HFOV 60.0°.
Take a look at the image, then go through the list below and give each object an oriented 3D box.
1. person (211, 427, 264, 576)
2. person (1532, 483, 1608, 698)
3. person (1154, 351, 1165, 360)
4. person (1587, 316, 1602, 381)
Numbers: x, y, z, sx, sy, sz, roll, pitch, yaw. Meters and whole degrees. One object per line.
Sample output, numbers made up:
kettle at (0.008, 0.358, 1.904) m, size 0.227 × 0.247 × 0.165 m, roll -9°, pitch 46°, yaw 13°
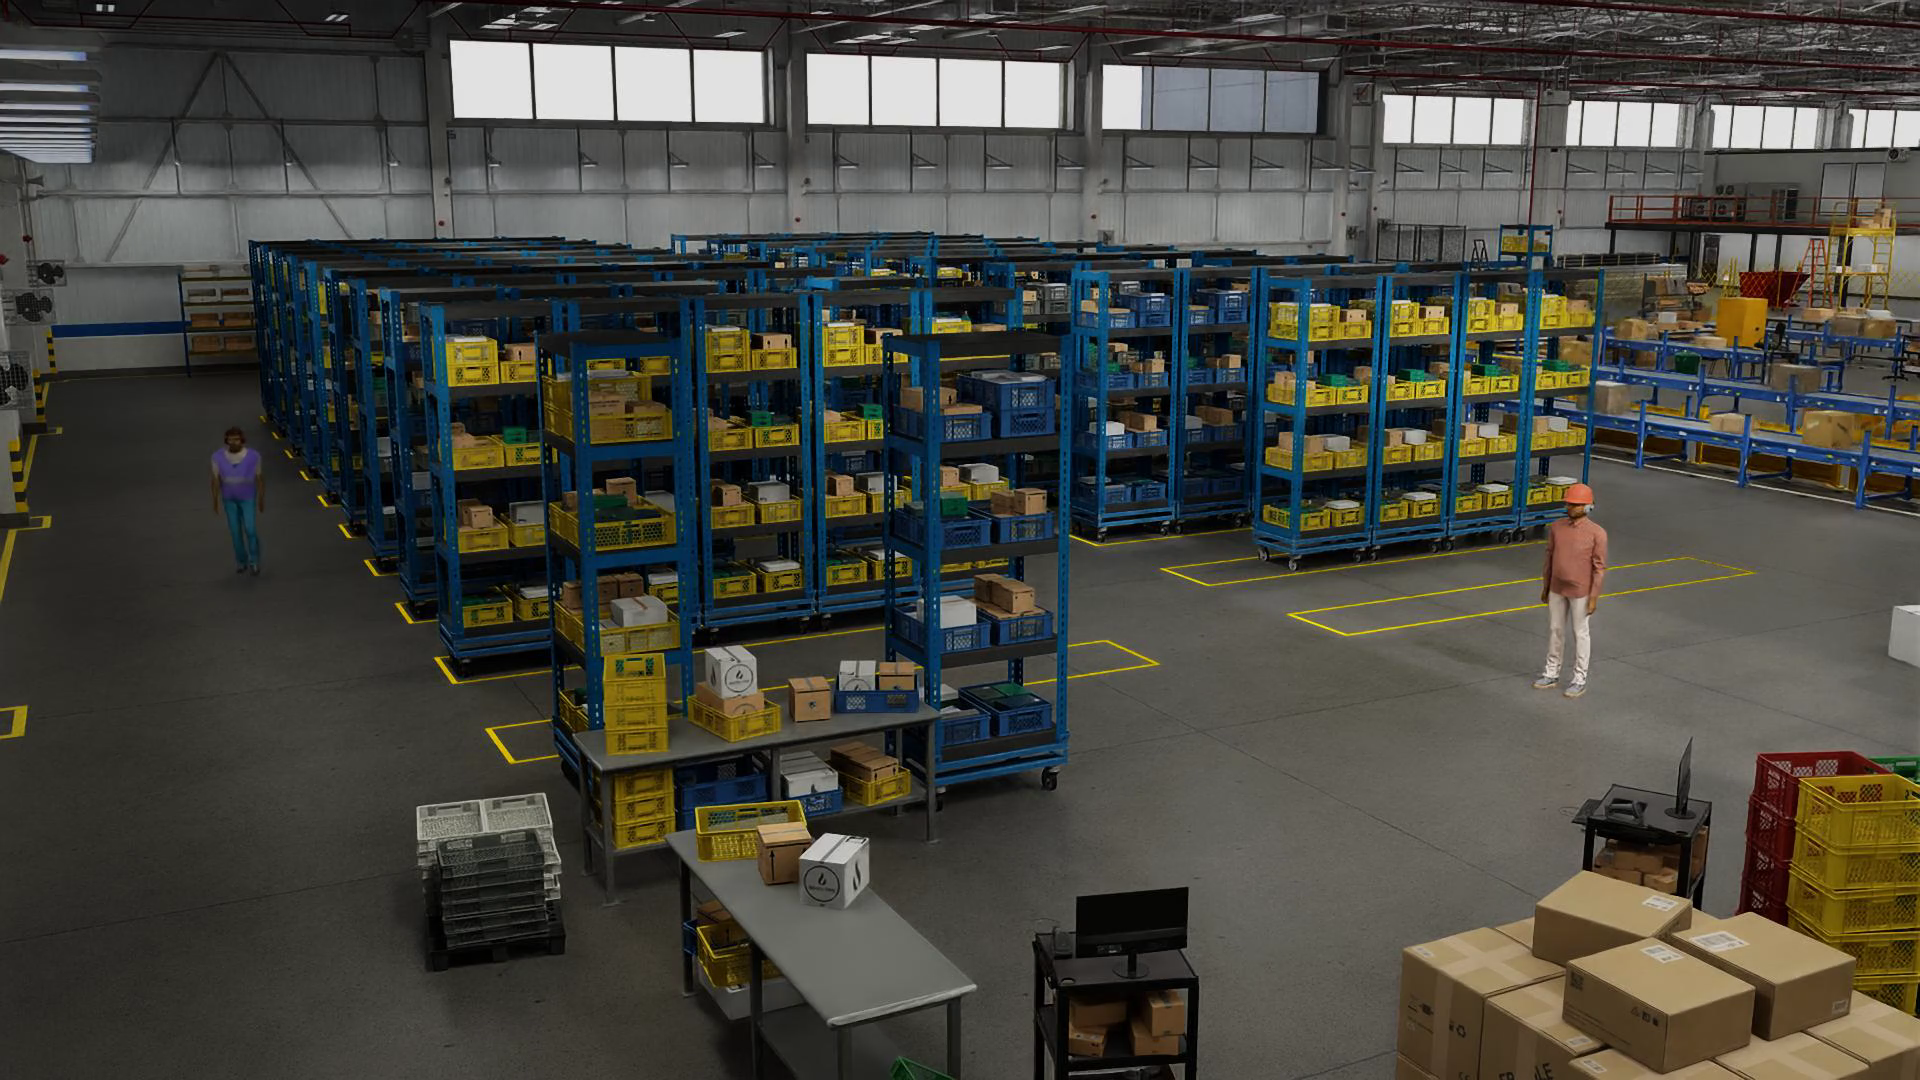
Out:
person at (-8.748, -0.459, 20.163) m, size 0.569 × 1.820 × 0.686 m, roll -3°, pitch 12°, yaw -14°
person at (5.676, 0.456, 15.456) m, size 0.375 × 1.997 × 0.611 m, roll -9°, pitch 15°, yaw -35°
person at (4.004, -3.568, 34.677) m, size 0.592 × 1.828 × 0.404 m, roll 2°, pitch 12°, yaw 11°
person at (14.349, -4.190, 37.732) m, size 0.309 × 1.769 × 0.523 m, roll -2°, pitch 12°, yaw -7°
